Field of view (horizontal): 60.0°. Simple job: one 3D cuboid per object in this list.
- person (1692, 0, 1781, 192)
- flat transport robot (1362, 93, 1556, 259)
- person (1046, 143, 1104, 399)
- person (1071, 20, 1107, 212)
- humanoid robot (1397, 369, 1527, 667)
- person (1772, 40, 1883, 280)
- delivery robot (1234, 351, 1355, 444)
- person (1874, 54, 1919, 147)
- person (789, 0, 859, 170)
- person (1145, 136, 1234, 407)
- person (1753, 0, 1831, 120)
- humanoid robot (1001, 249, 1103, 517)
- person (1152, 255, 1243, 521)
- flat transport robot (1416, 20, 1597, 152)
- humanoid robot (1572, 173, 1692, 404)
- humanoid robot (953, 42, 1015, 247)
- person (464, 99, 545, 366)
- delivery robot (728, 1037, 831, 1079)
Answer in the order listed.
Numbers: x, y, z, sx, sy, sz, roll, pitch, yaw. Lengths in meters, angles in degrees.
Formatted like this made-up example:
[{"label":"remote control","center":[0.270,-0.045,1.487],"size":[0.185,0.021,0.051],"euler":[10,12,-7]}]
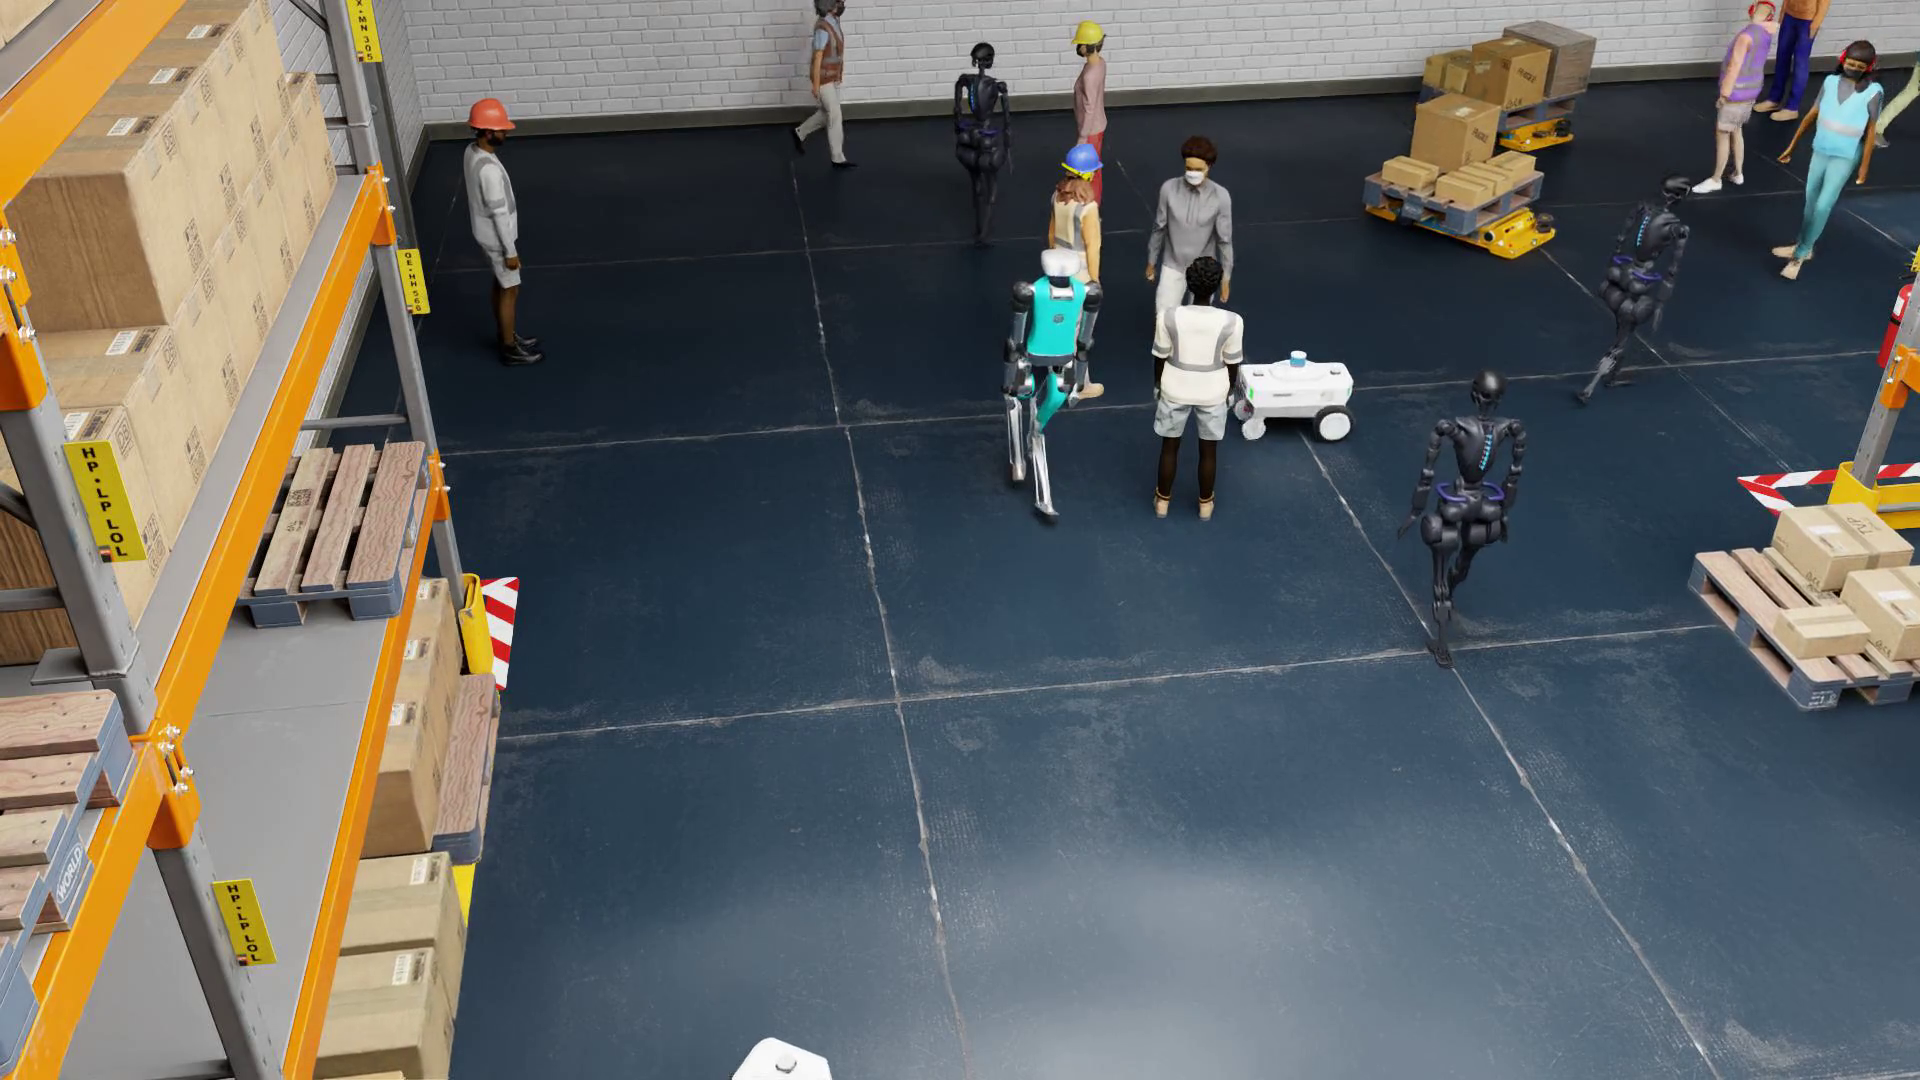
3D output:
[{"label":"person","center":[6.797,-3.855,14.494],"size":[0.620,1.663,0.357],"euler":[-27,42,-35]},{"label":"flat transport robot","center":[4.223,-2.742,14.054],"size":[0.659,0.231,1.431],"euler":[-28,42,-36]},{"label":"person","center":[0.783,-1.816,11.253],"size":[0.324,1.778,0.466],"euler":[-21,39,-29]},{"label":"person","center":[1.044,-3.373,13.653],"size":[0.312,1.767,0.521],"euler":[6,34,10]},{"label":"humanoid robot","center":[2.639,-0.178,8.867],"size":[0.603,1.629,0.735],"euler":[-4,33,-6]},{"label":"person","center":[6.699,-2.973,12.966],"size":[0.726,1.840,0.638],"euler":[-16,36,-22]},{"label":"delivery robot","center":[2.230,-0.977,11.075],"size":[0.774,0.581,0.499],"euler":[-2,33,-2]},{"label":"person","center":[9.026,-4.456,15.376],"size":[0.954,1.691,0.574],"euler":[-5,34,-8]},{"label":"person","center":[-1.260,-4.177,14.968],"size":[0.628,1.659,0.459],"euler":[7,34,11]},{"label":"person","center":[1.529,-1.795,11.143],"size":[0.592,1.864,0.772],"euler":[8,34,12]},{"label":"person","center":[8.132,-5.077,16.079],"size":[0.398,1.974,0.517],"euler":[-11,35,-16]},{"label":"humanoid robot","center":[0.497,-1.017,10.065],"size":[0.577,1.744,0.937],"euler":[-5,33,-7]},{"label":"person","center":[1.390,-0.881,9.897],"size":[0.533,1.693,0.320],"euler":[6,34,8]},{"label":"flat transport robot","center":[5.182,-4.101,16.137],"size":[0.659,0.231,1.431],"euler":[-18,37,-25]},{"label":"humanoid robot","center":[4.490,-1.696,11.201],"size":[0.661,1.615,0.603],"euler":[-14,36,-20]},{"label":"humanoid robot","center":[0.164,-3.204,13.508],"size":[0.601,1.650,0.529],"euler":[21,39,29]},{"label":"person","center":[-3.192,-2.129,11.608],"size":[0.387,1.924,0.546],"euler":[-15,36,-22]},{"label":"delivery robot","center":[-0.756,2.235,6.184],"size":[0.499,0.614,0.815],"euler":[15,36,21]}]
